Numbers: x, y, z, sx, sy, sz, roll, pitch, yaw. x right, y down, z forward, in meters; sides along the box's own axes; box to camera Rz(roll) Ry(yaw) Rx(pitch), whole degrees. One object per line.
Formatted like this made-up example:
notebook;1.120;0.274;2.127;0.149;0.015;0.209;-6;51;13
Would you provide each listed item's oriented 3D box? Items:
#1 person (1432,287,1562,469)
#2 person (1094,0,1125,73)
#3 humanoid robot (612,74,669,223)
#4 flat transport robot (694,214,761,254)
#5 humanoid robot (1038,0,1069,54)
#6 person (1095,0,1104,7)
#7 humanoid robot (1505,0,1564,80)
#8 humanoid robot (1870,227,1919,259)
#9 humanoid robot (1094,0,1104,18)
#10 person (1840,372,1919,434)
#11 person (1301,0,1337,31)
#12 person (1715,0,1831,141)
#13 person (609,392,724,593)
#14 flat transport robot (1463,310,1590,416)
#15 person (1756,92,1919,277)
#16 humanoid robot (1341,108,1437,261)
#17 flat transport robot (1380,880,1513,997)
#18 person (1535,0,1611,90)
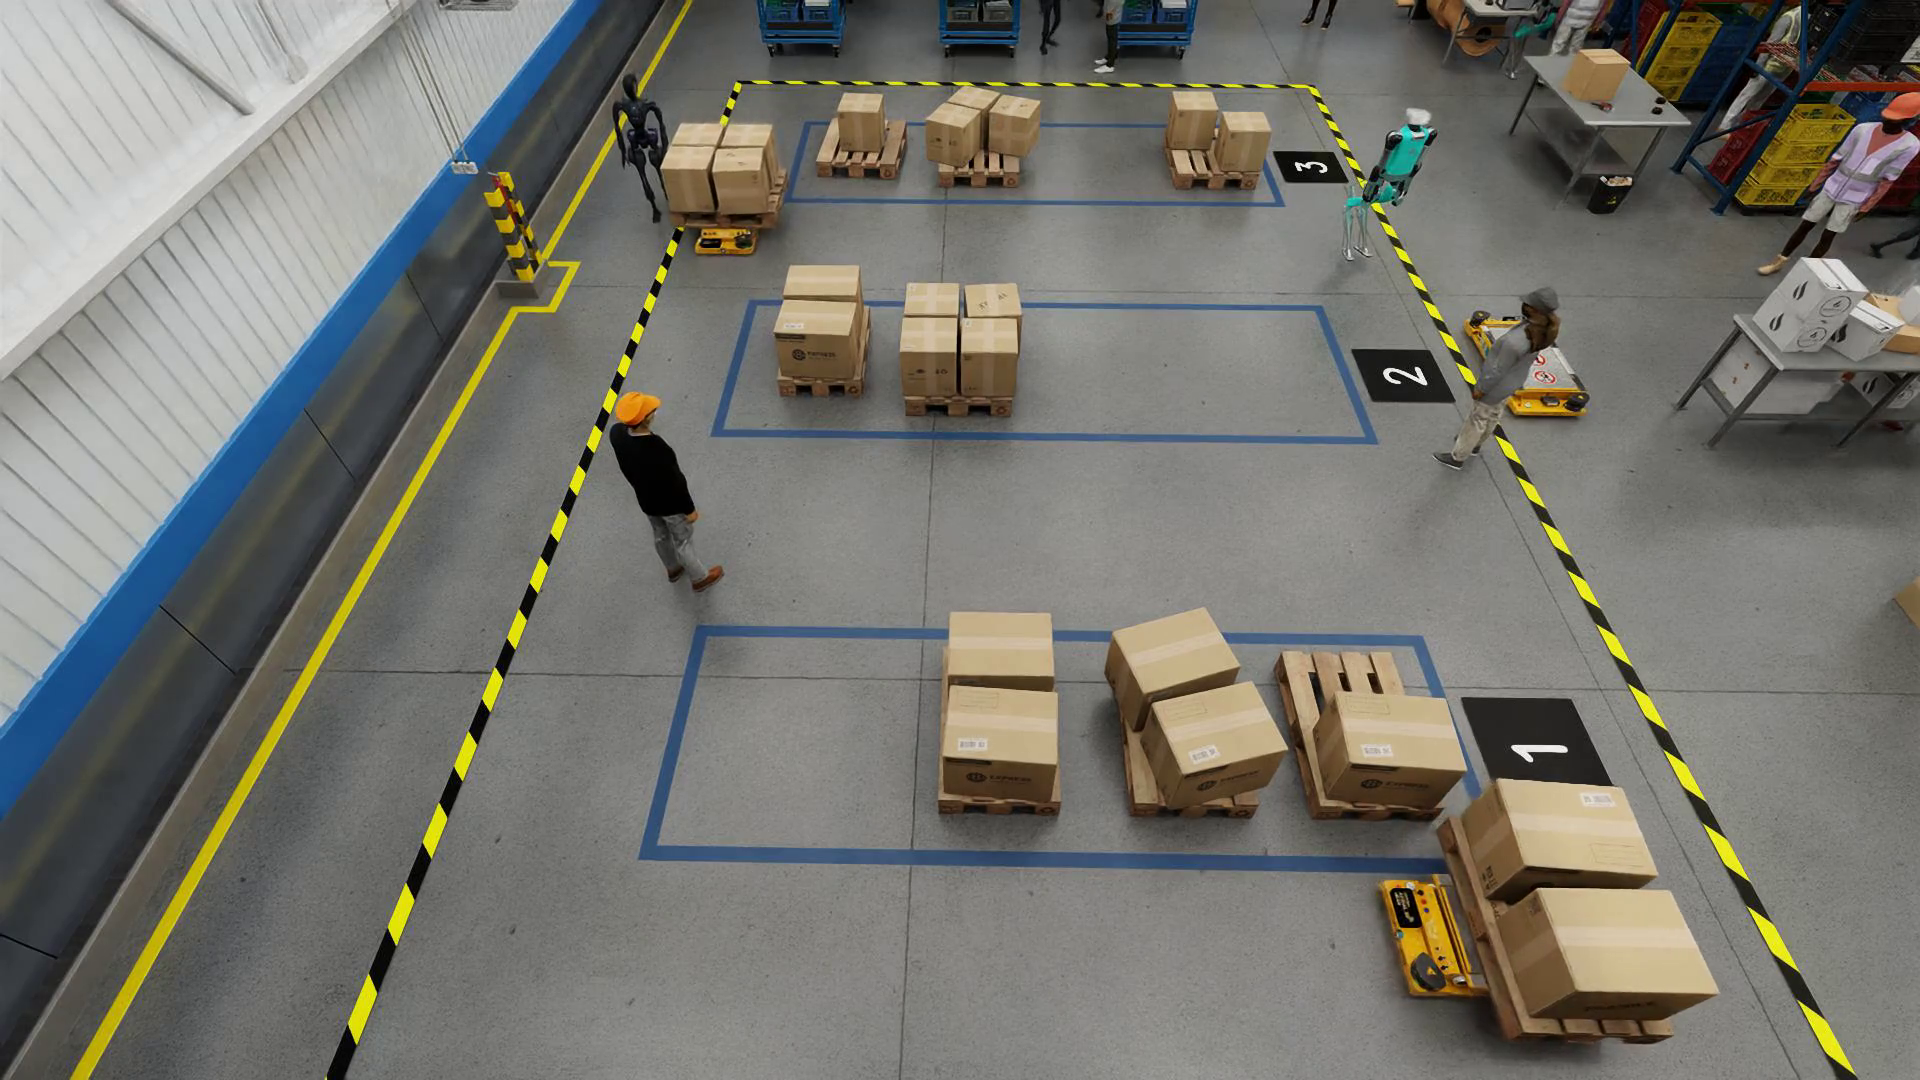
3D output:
person;4.544;-1.332;7.692;0.572;1.768;0.399;-30;56;-24
person;2.186;-7.727;13.174;0.371;1.852;0.588;7;50;6
humanoid robot;-3.617;-4.536;10.527;0.597;1.638;0.516;-7;50;-6
flat transport robot;-2.681;-3.856;10.853;0.652;0.197;1.431;1;49;1
humanoid robot;1.361;-8.154;13.657;0.420;1.638;0.599;32;56;24
person;2.664;-9.602;14.767;0.897;1.899;0.641;26;54;21
humanoid robot;8.304;-7.523;13.079;0.567;1.767;0.858;-11;50;-9
humanoid robot;10.711;-3.792;9.912;0.691;1.634;0.614;8;50;7
humanoid robot;2.515;-9.174;14.560;0.552;1.620;0.609;-10;50;-9
person;8.750;-1.950;8.183;0.589;1.842;0.927;-4;49;-4
person;5.842;-9.023;14.221;0.606;1.965;0.370;30;55;23
person;10.498;-6.091;11.764;0.632;1.841;0.429;-8;50;-7
person;-2.180;-0.325;6.749;0.586;1.881;0.387;26;54;20
flat transport robot;5.573;-1.757;9.054;0.659;0.231;1.431;1;49;1
person;9.107;-3.574;9.467;0.405;2.031;0.608;-21;52;-17
humanoid robot;4.471;-3.849;9.805;0.533;1.677;0.735;-11;50;-9
flat transport robot;3.346;2.359;5.473;1.431;0.197;0.652;1;49;1
person;8.606;-7.249;12.775;0.599;1.827;0.404;12;50;10
